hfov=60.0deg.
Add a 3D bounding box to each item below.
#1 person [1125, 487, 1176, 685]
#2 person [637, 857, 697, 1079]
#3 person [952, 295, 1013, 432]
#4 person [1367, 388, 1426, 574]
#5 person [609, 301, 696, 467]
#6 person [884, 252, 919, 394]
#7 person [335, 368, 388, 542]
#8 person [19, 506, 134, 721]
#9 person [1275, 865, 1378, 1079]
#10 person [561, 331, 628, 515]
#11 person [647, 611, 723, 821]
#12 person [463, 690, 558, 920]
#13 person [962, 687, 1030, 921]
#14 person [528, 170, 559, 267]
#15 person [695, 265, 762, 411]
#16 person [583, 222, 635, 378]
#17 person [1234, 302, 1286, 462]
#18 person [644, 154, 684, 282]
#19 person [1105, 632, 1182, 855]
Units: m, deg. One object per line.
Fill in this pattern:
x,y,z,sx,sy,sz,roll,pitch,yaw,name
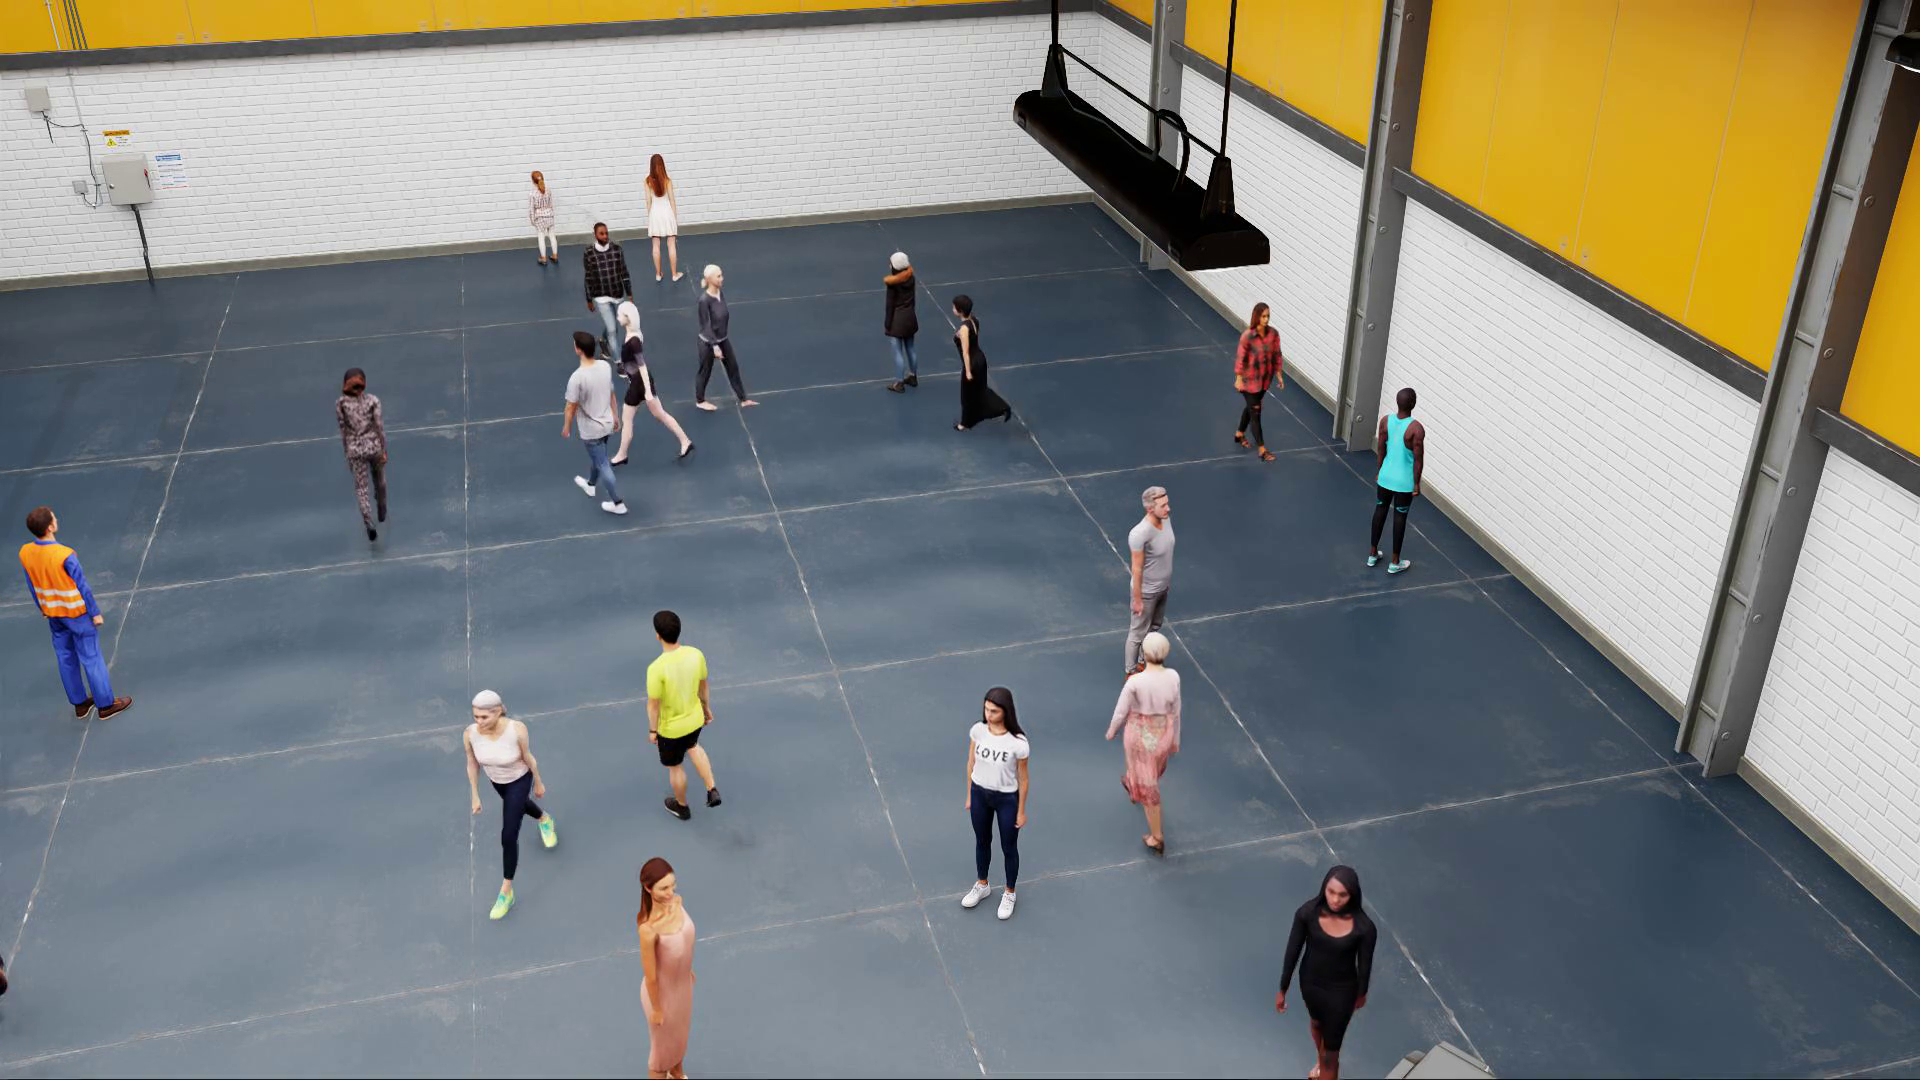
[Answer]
1.532,0.376,13.502,0.808,1.831,0.760,17,33,28,person
-1.674,2.561,9.495,0.722,1.831,0.627,9,30,16,person
0.214,-1.853,17.856,0.934,1.575,0.940,11,30,19,person
3.992,-0.557,15.232,0.628,1.811,0.736,23,36,36,person
-3.187,-1.581,17.136,0.774,1.787,1.144,-6,29,-11,person
-0.661,-2.489,18.962,0.761,1.631,0.724,22,35,34,person
-5.670,-0.807,15.815,0.622,1.693,1.086,-9,30,-17,person
-7.020,0.575,13.102,0.786,1.864,0.779,6,29,11,person
2.153,2.549,9.664,1.042,1.691,1.120,14,32,24,person
-3.481,-1.103,16.184,1.134,1.859,1.067,17,33,28,person
-1.963,1.307,11.933,0.808,1.698,0.884,-25,37,-38,person
-3.027,1.645,11.381,0.987,1.634,1.330,4,29,7,person
0.248,1.735,11.070,0.665,1.774,0.715,14,32,24,person
-5.727,-4.442,22.878,0.588,1.310,0.602,-19,34,-31,person
-2.806,-2.222,18.404,1.036,1.697,1.008,13,31,23,person
-4.160,-2.869,19.502,0.913,1.781,1.288,-17,33,-28,person
3.072,-1.704,17.484,0.735,1.668,1.060,-13,31,-22,person
-3.981,-4.308,22.212,0.620,1.712,0.622,2,29,3,person
1.364,1.469,11.690,0.674,1.647,1.064,-11,30,-19,person
